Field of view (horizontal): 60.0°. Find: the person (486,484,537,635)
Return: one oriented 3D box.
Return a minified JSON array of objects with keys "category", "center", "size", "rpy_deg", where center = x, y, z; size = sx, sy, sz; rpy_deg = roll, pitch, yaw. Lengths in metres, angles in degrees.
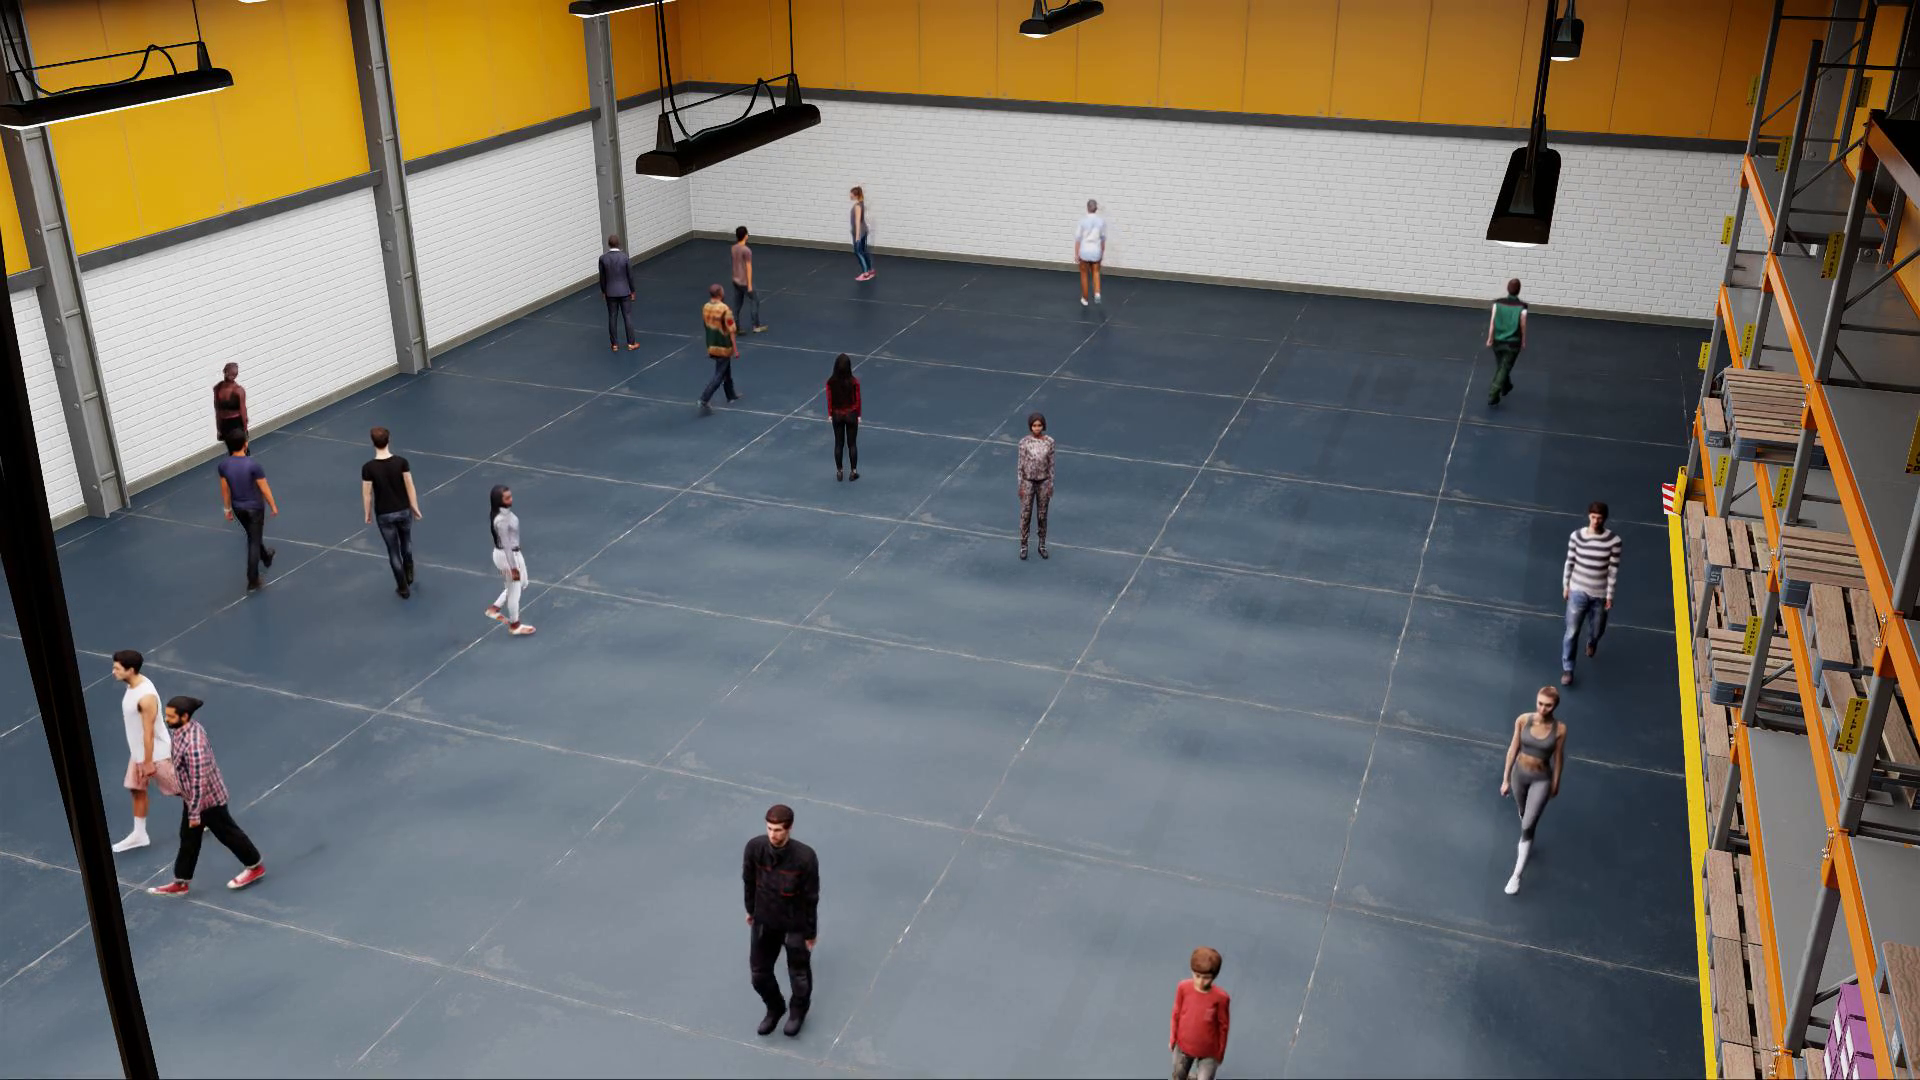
[{"category":"person","center":[-4.661,0.234,16.871],"size":[0.827,1.704,0.785],"rpy_deg":[-4,24,-9]}]

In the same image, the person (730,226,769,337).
[{"category":"person","center":[-3.575,-4.143,26.814],"size":[0.831,1.759,0.944],"rpy_deg":[20,30,37]}]

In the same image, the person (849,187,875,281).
[{"category":"person","center":[-1.786,-5.530,30.072],"size":[0.919,1.692,0.712],"rpy_deg":[5,24,10]}]

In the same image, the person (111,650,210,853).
[{"category":"person","center":[-6.464,1.682,13.502],"size":[1.219,1.750,1.030],"rpy_deg":[-17,29,-34]}]

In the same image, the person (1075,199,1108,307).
[{"category":"person","center":[2.250,-4.885,28.448],"size":[0.843,1.812,0.887],"rpy_deg":[-4,24,-9]}]

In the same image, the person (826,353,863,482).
[{"category":"person","center":[-1.453,-1.549,21.006],"size":[0.636,1.659,0.594],"rpy_deg":[2,24,4]}]

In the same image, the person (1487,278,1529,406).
[{"category":"person","center":[7.756,-2.783,23.654],"size":[0.916,1.800,1.223],"rpy_deg":[18,29,35]}]

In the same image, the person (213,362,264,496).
[{"category":"person","center":[-8.942,-1.361,20.473],"size":[0.615,1.742,0.536],"rpy_deg":[15,28,30]}]

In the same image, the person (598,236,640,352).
[{"category":"person","center":[-5.373,-3.886,26.147],"size":[0.774,1.824,0.722],"rpy_deg":[0,24,0]}]

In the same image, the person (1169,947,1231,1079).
[{"category":"person","center":[1.529,3.156,10.552],"size":[0.557,1.411,0.696],"rpy_deg":[11,26,23]}]

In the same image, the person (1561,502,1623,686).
[{"category":"person","center":[6.133,0.471,16.166],"size":[0.693,1.834,1.033],"rpy_deg":[11,26,23]}]

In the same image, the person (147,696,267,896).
[{"category":"person","center":[-5.775,1.966,12.889],"size":[1.202,1.720,1.037],"rpy_deg":[-18,29,-36]}]

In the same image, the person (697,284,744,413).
[{"category":"person","center":[-3.434,-2.686,23.458],"size":[0.954,1.779,1.258],"rpy_deg":[19,30,37]}]

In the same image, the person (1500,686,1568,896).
[{"category":"person","center":[4.531,1.882,13.159],"size":[0.734,1.658,1.199],"rpy_deg":[14,27,29]}]

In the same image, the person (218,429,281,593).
[{"category":"person","center":[-7.735,-0.283,18.012],"size":[0.824,1.738,1.164],"rpy_deg":[2,24,5]}]

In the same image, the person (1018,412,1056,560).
[{"category":"person","center":[0.856,-0.619,18.810],"size":[0.666,1.714,0.690],"rpy_deg":[-2,24,-4]}]

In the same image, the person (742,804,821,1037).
[{"category":"person","center":[-1.177,2.556,11.404],"size":[0.745,1.828,0.643],"rpy_deg":[7,25,16]}]

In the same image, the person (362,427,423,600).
[{"category":"person","center":[-6.051,-0.265,17.795],"size":[1.008,1.879,1.058],"rpy_deg":[-13,27,-27]}]
